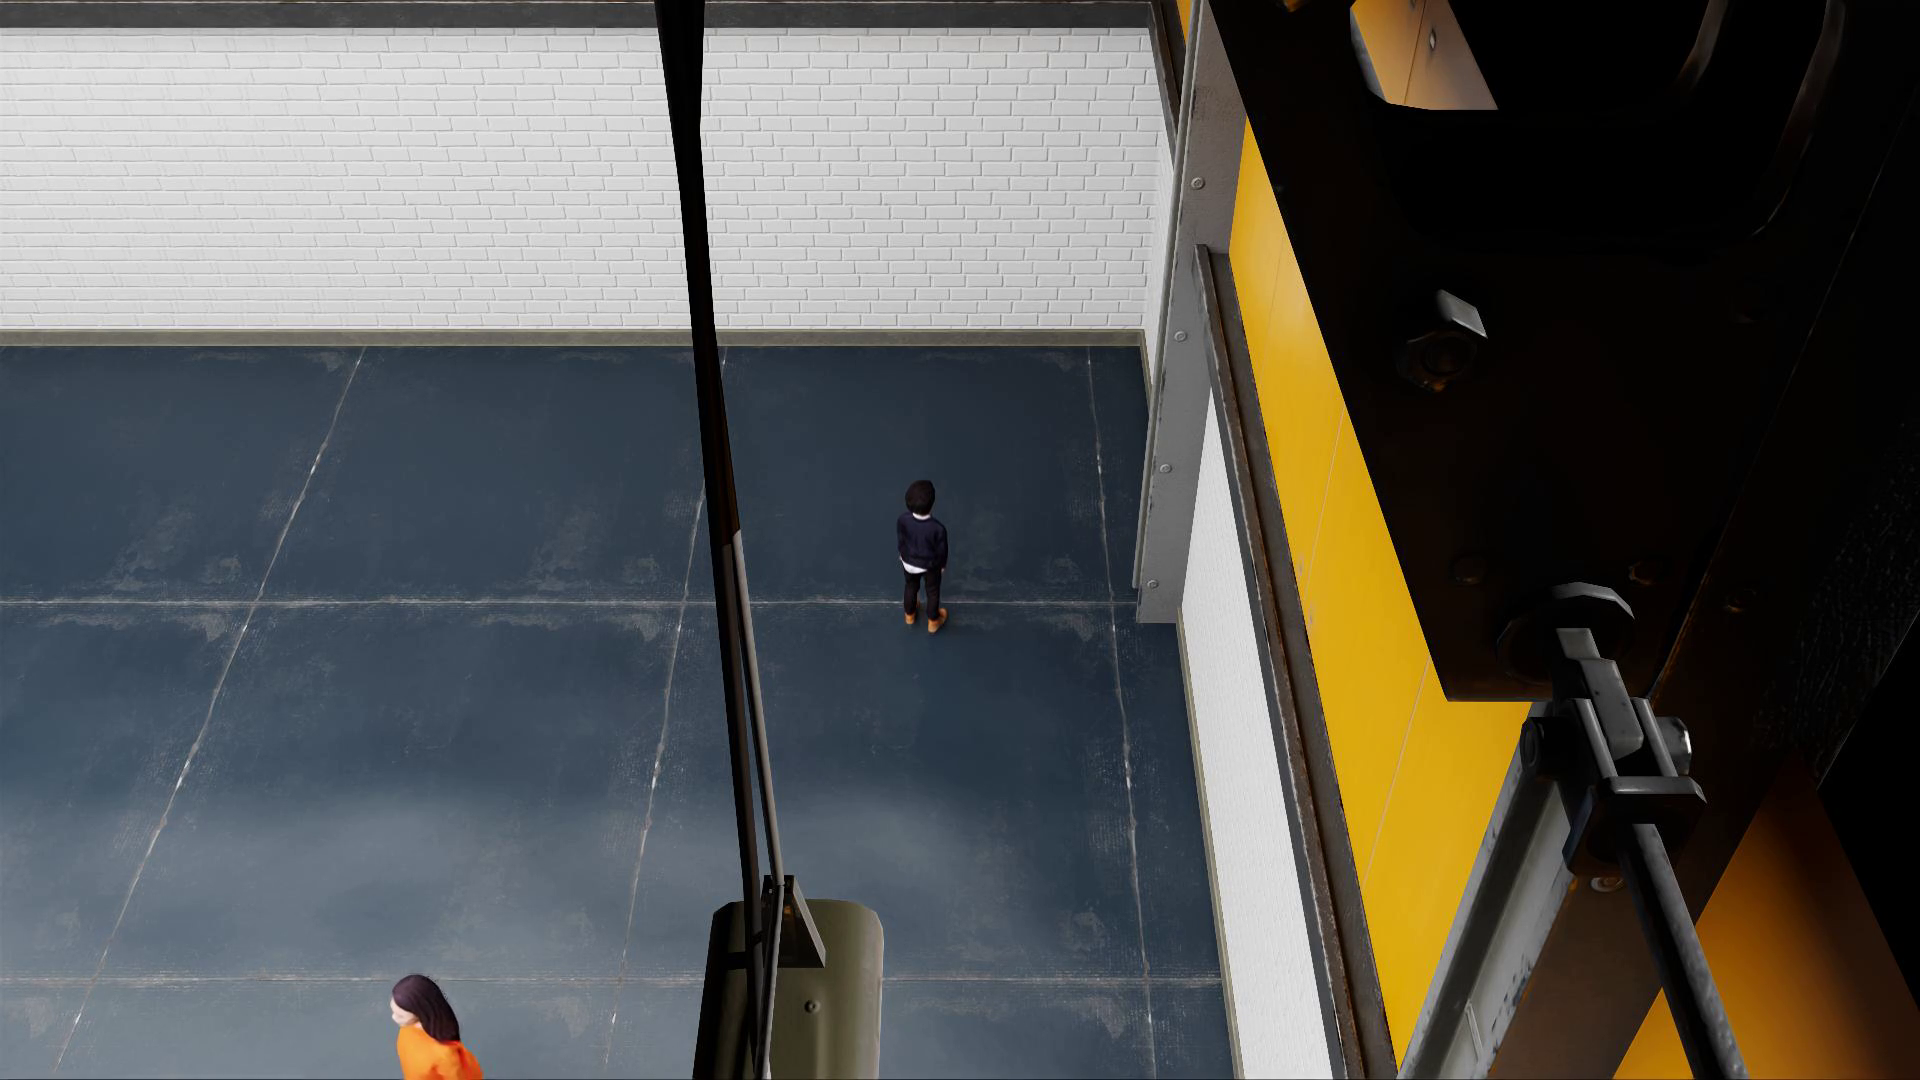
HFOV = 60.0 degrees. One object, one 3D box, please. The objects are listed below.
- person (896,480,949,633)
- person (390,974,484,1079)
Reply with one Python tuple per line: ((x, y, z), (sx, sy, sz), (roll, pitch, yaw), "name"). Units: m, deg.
((-0.254, 0.111, 11.112), (0.565, 1.220, 0.565), (16, 46, 17), "person")
((-2.465, 2.620, 8.099), (0.775, 1.744, 0.697), (-30, 51, -27), "person")
